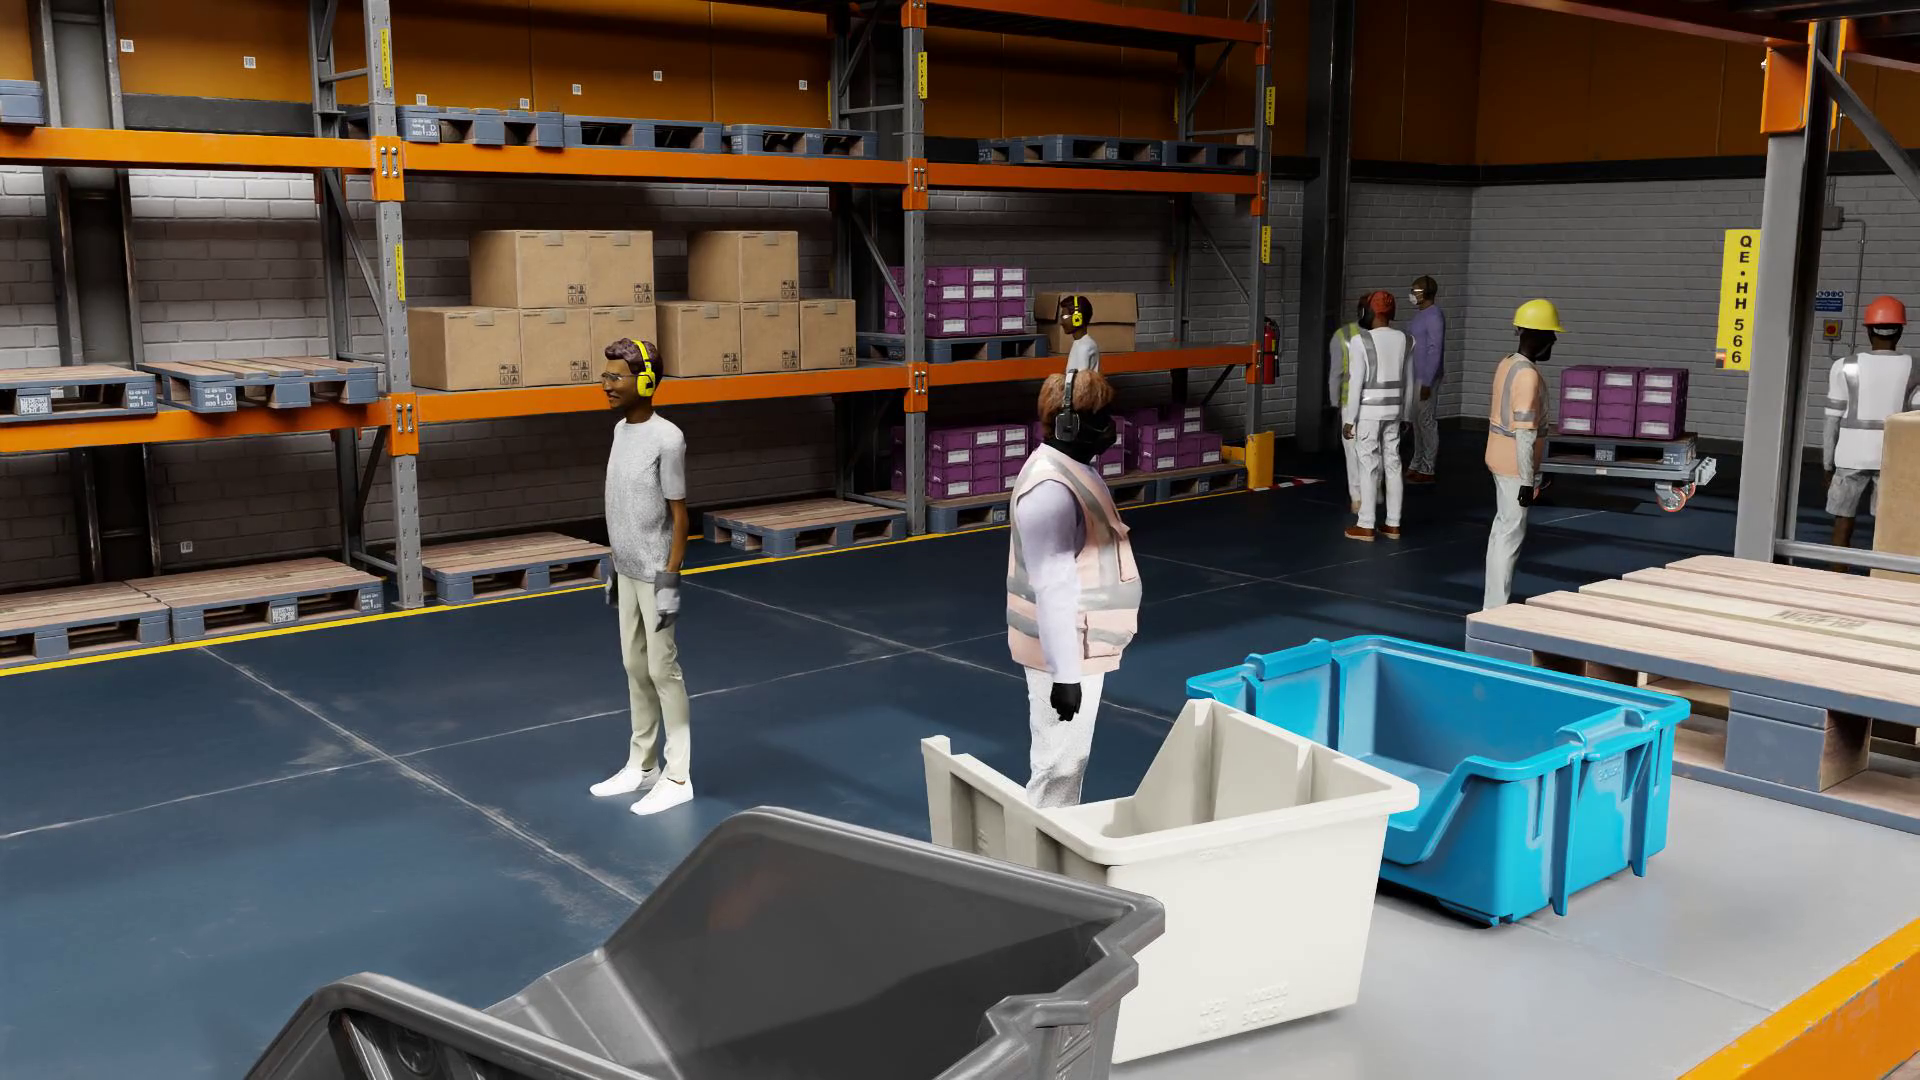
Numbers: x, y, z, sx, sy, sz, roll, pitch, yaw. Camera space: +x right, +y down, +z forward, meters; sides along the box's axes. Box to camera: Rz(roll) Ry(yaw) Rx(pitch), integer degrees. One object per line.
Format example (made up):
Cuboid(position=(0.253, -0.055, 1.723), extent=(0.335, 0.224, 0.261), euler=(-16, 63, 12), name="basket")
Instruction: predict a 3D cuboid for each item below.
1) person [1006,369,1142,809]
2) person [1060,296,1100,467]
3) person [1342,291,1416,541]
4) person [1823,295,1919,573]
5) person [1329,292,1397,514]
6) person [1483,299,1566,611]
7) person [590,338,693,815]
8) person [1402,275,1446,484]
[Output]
Cuboid(position=(0.368, 0.370, 5.374), extent=(0.429, 1.844, 0.626), euler=(1, 10, 8), name="person")
Cuboid(position=(0.872, -0.838, 12.099), extent=(0.314, 1.861, 0.511), euler=(1, 10, 5), name="person")
Cuboid(position=(3.153, -0.930, 12.544), extent=(0.583, 1.879, 0.337), euler=(-4, 11, -22), name="person")
Cuboid(position=(5.388, -0.468, 9.820), extent=(0.545, 1.931, 0.373), euler=(4, 11, 21), name="person")
Cuboid(position=(3.393, -1.143, 13.876), extent=(0.650, 1.833, 0.533), euler=(0, 10, -2), name="person")
Cuboid(position=(3.267, -0.432, 9.670), extent=(0.398, 1.919, 0.582), euler=(1, 10, 8), name="person")
Cuboid(position=(-1.261, 0.142, 6.571), extent=(0.329, 1.872, 0.511), euler=(-9, 13, -40), name="person")
Cuboid(position=(4.312, -1.488, 15.514), extent=(0.369, 1.939, 0.631), euler=(0, 10, 2), name="person")
